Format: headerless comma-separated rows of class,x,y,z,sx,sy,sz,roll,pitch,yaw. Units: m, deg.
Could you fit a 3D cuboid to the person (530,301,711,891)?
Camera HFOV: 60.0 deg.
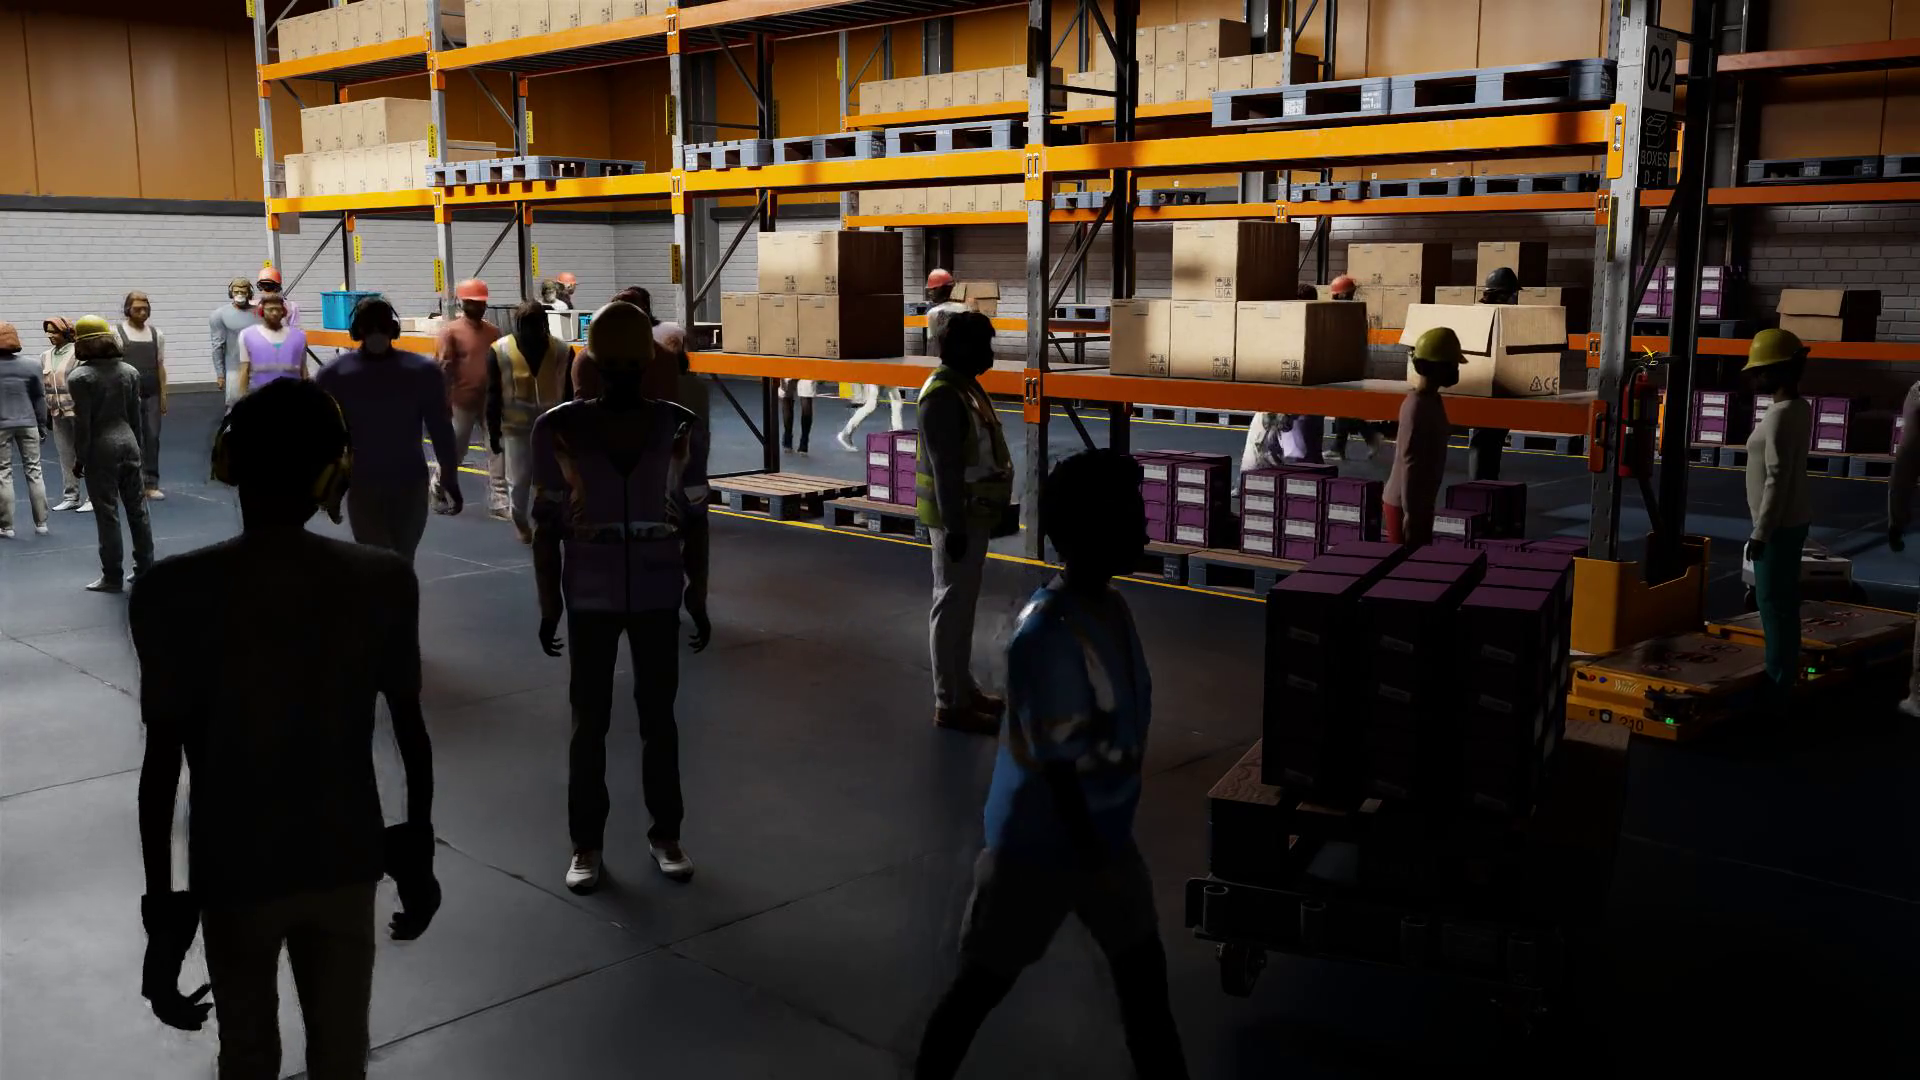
person,-1.099,0.182,5.466,0.585,1.920,0.374,-3,10,-17

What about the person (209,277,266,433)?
person,-7.336,-1.719,17.076,0.376,1.937,0.629,9,13,44

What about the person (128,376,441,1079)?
person,-1.196,0.629,3.002,0.533,1.825,0.703,-5,10,-27

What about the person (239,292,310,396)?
person,-5.968,-1.247,14.509,0.576,1.826,0.705,-6,11,-33

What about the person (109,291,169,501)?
person,-7.186,-1.256,14.526,0.474,1.833,0.525,7,12,39

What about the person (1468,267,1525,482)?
person,4.532,-1.260,13.937,0.537,2.000,0.682,6,11,34

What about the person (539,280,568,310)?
person,-5.436,-2.534,22.285,0.999,1.879,0.642,8,12,40

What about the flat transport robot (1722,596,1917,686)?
flat transport robot,4.450,0.501,8.551,1.431,0.197,0.652,-7,12,-37

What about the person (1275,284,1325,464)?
person,2.671,-1.053,13.080,0.407,1.905,0.655,8,12,39

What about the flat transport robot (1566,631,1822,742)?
flat transport robot,3.336,0.647,7.657,1.431,0.197,0.652,-8,12,-40

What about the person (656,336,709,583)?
person,-1.889,-0.531,10.858,0.514,1.579,0.853,-2,9,-12

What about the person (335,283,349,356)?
person,-9.052,-2.921,24.759,0.592,1.833,0.404,2,9,12

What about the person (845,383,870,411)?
person,-1.431,-2.739,23.788,0.404,1.795,0.639,7,12,37

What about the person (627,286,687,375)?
person,-2.345,-1.007,12.846,0.641,1.892,0.547,-5,11,-29

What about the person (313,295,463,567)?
person,-2.840,-0.265,8.298,0.651,1.883,1.015,-5,11,-28

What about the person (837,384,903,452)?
person,-0.923,-1.849,18.240,0.924,1.826,0.525,3,10,19

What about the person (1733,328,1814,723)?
person,3.639,-0.064,7.469,0.328,1.760,0.523,6,11,35

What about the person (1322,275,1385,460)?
person,4.094,-1.771,17.310,0.759,1.962,0.635,8,12,41

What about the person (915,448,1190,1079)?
person,0.243,0.625,3.546,0.879,1.650,0.534,5,10,26

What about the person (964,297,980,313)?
person,0.166,-2.573,23.270,0.492,1.625,0.284,-4,10,-25

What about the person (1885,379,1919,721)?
person,4.446,-0.092,7.265,0.723,1.887,0.418,6,11,32

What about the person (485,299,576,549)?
person,-2.986,-0.775,11.644,0.640,1.821,0.575,-3,10,-20

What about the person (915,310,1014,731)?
person,0.024,-0.091,7.385,0.429,1.843,0.627,1,9,8

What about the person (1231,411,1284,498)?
person,2.747,-1.126,14.458,0.860,1.599,0.525,8,12,39

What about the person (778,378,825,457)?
person,-1.774,-1.896,18.182,0.631,1.919,0.958,-2,9,-12

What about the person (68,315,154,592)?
person,-5.372,-0.541,10.470,0.319,1.734,0.483,4,10,25

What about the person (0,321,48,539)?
person,-7.141,-0.827,12.521,0.500,1.636,0.280,-9,13,-44

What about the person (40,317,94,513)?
person,-7.405,-1.038,13.839,0.508,1.629,0.314,3,10,17

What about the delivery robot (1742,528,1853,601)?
delivery robot,4.777,0.157,9.504,0.477,0.478,0.707,0,9,2

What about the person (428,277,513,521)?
person,-3.987,-1.139,13.457,0.926,1.966,0.631,7,12,36

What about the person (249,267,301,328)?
person,-7.639,-2.010,18.524,0.615,2.041,0.376,-3,10,-17

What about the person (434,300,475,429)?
person,-6.305,-2.187,20.717,0.556,1.672,0.548,5,10,26

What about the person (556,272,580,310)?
person,-5.673,-2.892,24.167,0.628,1.972,0.624,-5,11,-29

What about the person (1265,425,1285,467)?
person,3.296,-1.580,16.833,0.562,1.727,0.487,-4,10,-24

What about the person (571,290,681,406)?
person,-1.835,-0.442,9.340,0.654,1.904,0.406,-6,11,-32

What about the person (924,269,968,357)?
person,-0.115,-1.698,16.677,0.511,2.024,0.644,7,12,38

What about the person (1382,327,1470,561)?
person,2.249,-0.170,8.184,0.449,1.744,0.538,4,10,25
